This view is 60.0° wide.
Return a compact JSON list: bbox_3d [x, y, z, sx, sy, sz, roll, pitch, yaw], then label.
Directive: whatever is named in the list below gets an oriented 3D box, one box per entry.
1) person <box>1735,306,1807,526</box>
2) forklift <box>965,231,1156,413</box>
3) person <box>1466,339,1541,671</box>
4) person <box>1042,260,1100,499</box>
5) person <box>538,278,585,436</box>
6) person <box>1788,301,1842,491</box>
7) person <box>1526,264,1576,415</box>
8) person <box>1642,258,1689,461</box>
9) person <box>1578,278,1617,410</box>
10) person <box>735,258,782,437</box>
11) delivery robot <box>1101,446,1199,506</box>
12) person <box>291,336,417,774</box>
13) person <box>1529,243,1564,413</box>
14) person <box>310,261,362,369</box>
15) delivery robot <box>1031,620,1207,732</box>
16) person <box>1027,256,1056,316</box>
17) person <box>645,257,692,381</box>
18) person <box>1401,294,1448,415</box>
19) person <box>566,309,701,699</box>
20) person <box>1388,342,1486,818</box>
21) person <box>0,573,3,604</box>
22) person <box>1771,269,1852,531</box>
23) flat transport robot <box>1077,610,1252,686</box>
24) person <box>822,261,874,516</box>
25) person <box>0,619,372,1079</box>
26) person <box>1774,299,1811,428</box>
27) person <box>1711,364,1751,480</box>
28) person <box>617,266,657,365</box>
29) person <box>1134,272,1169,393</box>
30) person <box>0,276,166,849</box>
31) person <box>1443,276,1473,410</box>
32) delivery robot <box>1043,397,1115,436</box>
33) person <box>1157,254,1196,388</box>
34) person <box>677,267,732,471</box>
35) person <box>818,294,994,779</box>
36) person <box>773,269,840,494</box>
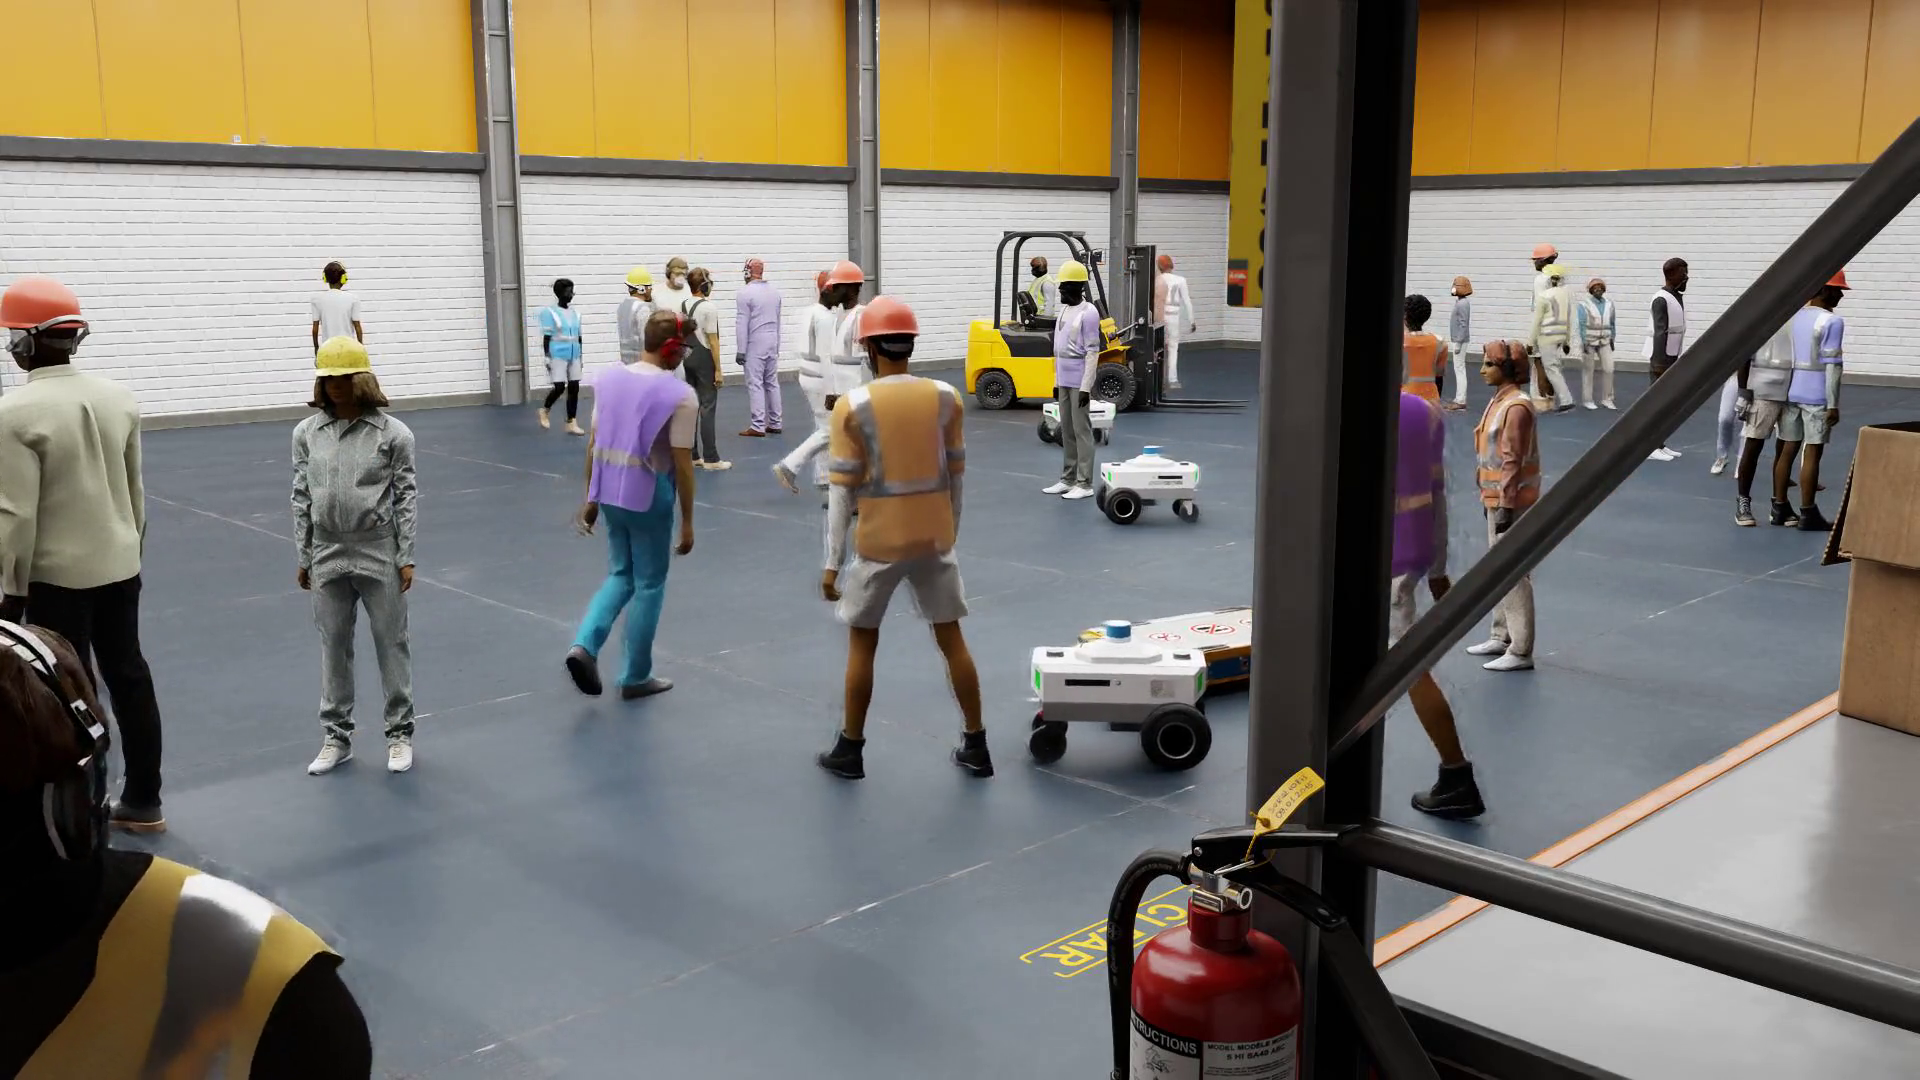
[{"bbox_3d":[6.004,-1.074,12.204,0.614,1.963,0.362,0,10,0],"label":"person"},{"bbox_3d":[1.222,-2.721,20.561,2.313,2.155,1.214,2,11,13],"label":"forklift"},{"bbox_3d":[2.702,-0.177,8.245,0.319,1.631,0.511,1,10,4],"label":"person"},{"bbox_3d":[0.920,-1.298,13.529,0.362,1.928,0.587,-5,11,-24],"label":"person"},{"bbox_3d":[-4.255,-1.957,17.755,0.466,1.685,0.535,8,13,37],"label":"person"},{"bbox_3d":[7.115,-1.221,13.942,0.280,1.624,0.494,-7,12,-33],"label":"person"},{"bbox_3d":[7.089,-2.383,19.854,0.765,1.811,0.605,9,14,41],"label":"person"},{"bbox_3d":[6.741,-1.729,15.905,0.381,1.918,0.596,7,13,35],"label":"person"},{"bbox_3d":[7.792,-2.381,20.299,0.533,1.615,0.561,-1,10,-8],"label":"person"},{"bbox_3d":[-2.165,-2.059,17.798,0.412,1.894,0.659,6,12,30],"label":"person"},{"bbox_3d":[1.425,-0.463,12.468,0.707,0.478,0.477,-1,10,-4],"label":"delivery robot"},{"bbox_3d":[-2.394,0.067,6.593,0.485,1.744,0.294,-1,10,-3],"label":"person"},{"bbox_3d":[7.004,-2.549,20.044,0.395,2.038,0.615,9,14,40],"label":"person"},{"bbox_3d":[-6.321,-1.894,16.935,0.515,1.872,0.333,-1,10,-6],"label":"person"},{"bbox_3d":[0.645,0.573,6.818,0.707,0.478,0.477,1,10,5],"label":"delivery robot"},{"bbox_3d":[1.112,-3.053,23.344,0.429,1.841,0.625,-3,11,-15],"label":"person"},{"bbox_3d":[-2.847,-1.855,16.599,0.651,1.911,0.567,-5,11,-25],"label":"person"},{"bbox_3d":[3.385,-0.988,12.462,0.535,1.700,0.318,-3,11,-17],"label":"person"},{"bbox_3d":[-1.467,-0.133,7.508,0.648,1.803,0.581,6,12,30],"label":"person"},{"bbox_3d":[1.625,0.072,6.226,0.533,1.884,0.959,-10,14,-43],"label":"person"},{"bbox_3d":[-3.748,0.078,6.188,0.533,1.868,0.310,-1,10,-3],"label":"person"},{"bbox_3d":[6.189,-1.035,12.083,0.376,1.934,0.546,-2,11,-13],"label":"person"},{"bbox_3d":[1.163,0.535,8.054,1.431,0.197,0.652,-6,12,-31],"label":"flat transport robot"},{"bbox_3d":[-0.850,-1.157,12.736,0.359,1.938,0.547,-6,12,-28],"label":"person"},{"bbox_3d":[-0.875,0.941,1.624,0.632,1.823,0.779,0,10,-2],"label":"person"},{"bbox_3d":[9.254,-2.038,18.353,0.514,1.641,0.309,5,11,23],"label":"person"},{"bbox_3d":[6.911,-1.388,14.544,0.568,1.736,0.364,4,11,20],"label":"person"},{"bbox_3d":[-3.047,-1.694,15.943,0.403,1.834,0.589,-7,13,-35],"label":"person"},{"bbox_3d":[2.362,-2.789,21.772,0.729,1.883,0.678,-5,12,-26],"label":"person"},{"bbox_3d":[-3.044,0.104,5.699,0.384,1.996,0.610,3,11,17],"label":"person"},{"bbox_3d":[6.099,-2.403,20.348,0.272,1.635,0.507,3,11,14],"label":"person"},{"bbox_3d":[1.220,-1.293,16.991,0.707,0.478,0.477,-4,11,-21],"label":"delivery robot"},{"bbox_3d":[2.937,-3.046,23.264,0.687,1.866,0.434,5,12,27],"label":"person"},{"bbox_3d":[-2.343,-1.545,15.101,0.506,1.847,0.343,9,14,40],"label":"person"},{"bbox_3d":[-0.239,0.000,6.538,0.612,1.921,0.438,-4,11,-20],"label":"person"},{"bbox_3d":[-1.193,-1.256,13.480,0.621,1.867,0.650,-3,11,-16],"label":"person"}]
